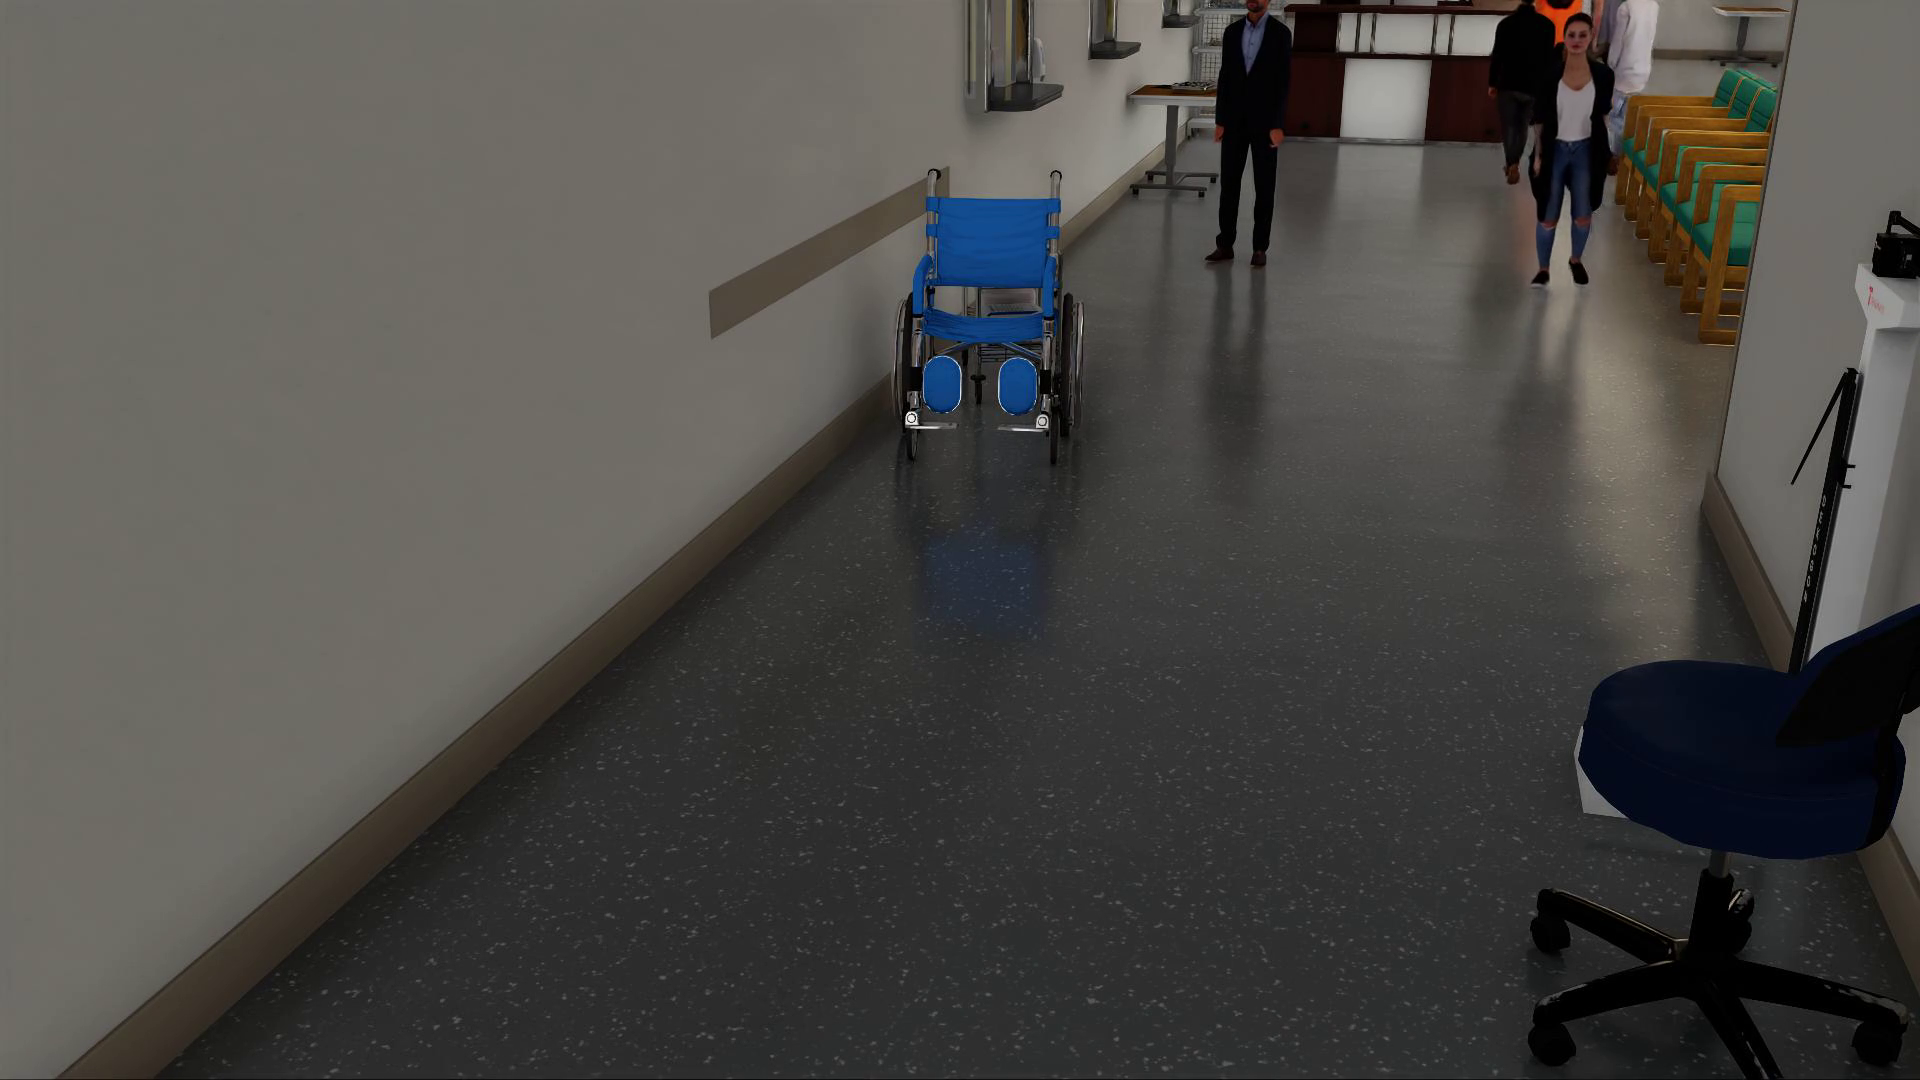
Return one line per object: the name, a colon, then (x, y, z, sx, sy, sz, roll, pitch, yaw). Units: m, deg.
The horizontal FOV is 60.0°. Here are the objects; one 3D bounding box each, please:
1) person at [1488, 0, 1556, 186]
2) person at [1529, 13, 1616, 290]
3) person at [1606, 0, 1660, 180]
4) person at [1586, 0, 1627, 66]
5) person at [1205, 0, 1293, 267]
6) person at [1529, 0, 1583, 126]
person: (4.717, -3.819, 13.997, 1.091, 1.687, 0.827, 3, 21, 7)
person: (3.677, -2.312, 10.053, 0.629, 1.661, 0.709, 6, 22, 15)
person: (5.822, -4.014, 14.321, 0.997, 1.822, 1.060, -12, 24, -29)
person: (7.631, -5.880, 19.535, 1.157, 1.793, 1.057, -6, 21, -15)
person: (1.913, -2.757, 10.937, 0.586, 1.868, 0.733, 10, 23, 24)
person: (6.264, -5.192, 17.562, 0.703, 1.729, 0.696, 6, 22, 16)
